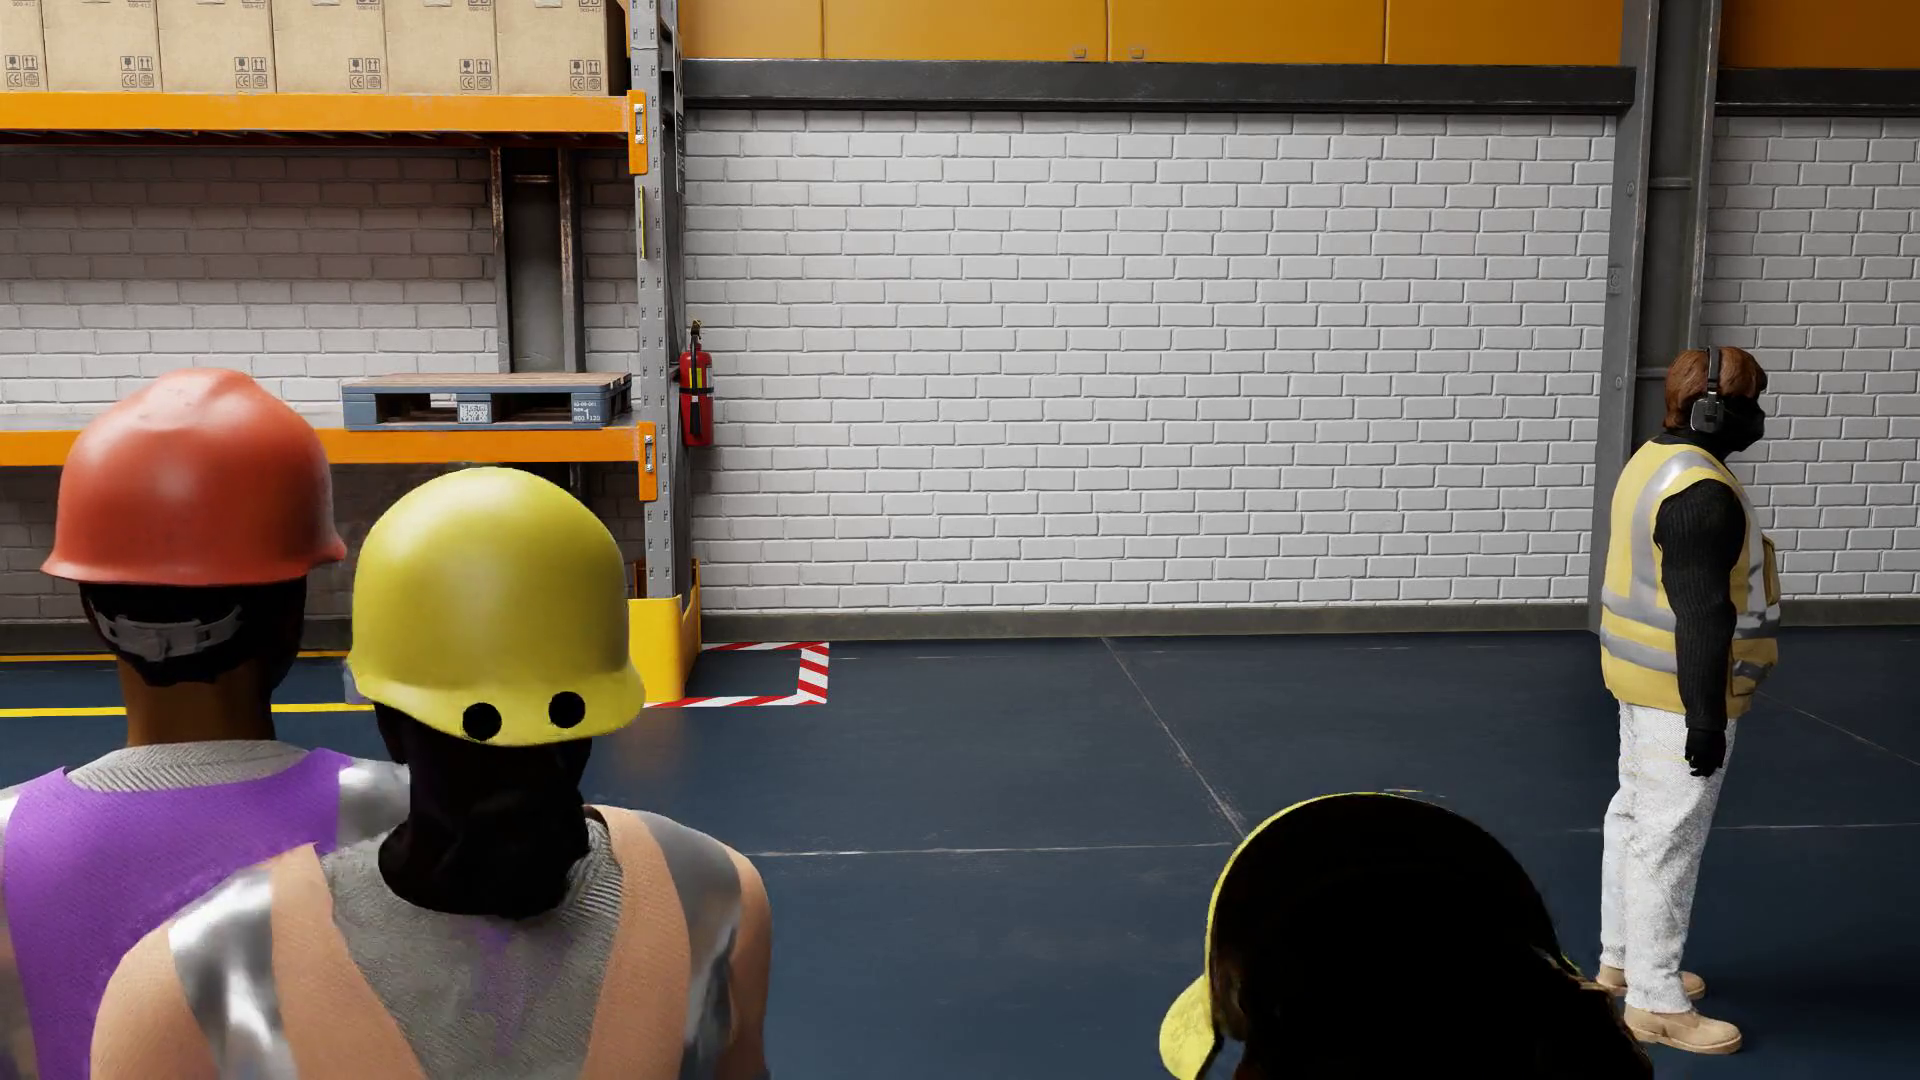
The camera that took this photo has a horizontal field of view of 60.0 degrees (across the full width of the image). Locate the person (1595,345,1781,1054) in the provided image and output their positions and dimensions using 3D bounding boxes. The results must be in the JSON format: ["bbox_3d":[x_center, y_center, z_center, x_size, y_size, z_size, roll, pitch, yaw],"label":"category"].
[{"bbox_3d":[1.932,0.407,4.429,0.429,1.842,0.632,2,9,10],"label":"person"}]

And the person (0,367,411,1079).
[{"bbox_3d":[-0.668,0.809,1.594,0.542,1.939,0.365,-2,9,-11],"label":"person"}]

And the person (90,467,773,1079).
[{"bbox_3d":[-0.419,0.866,1.490,0.591,1.872,0.993,-5,10,-28],"label":"person"}]

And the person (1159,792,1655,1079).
[{"bbox_3d":[0.345,0.997,1.127,0.421,1.707,0.515,9,12,43],"label":"person"}]
